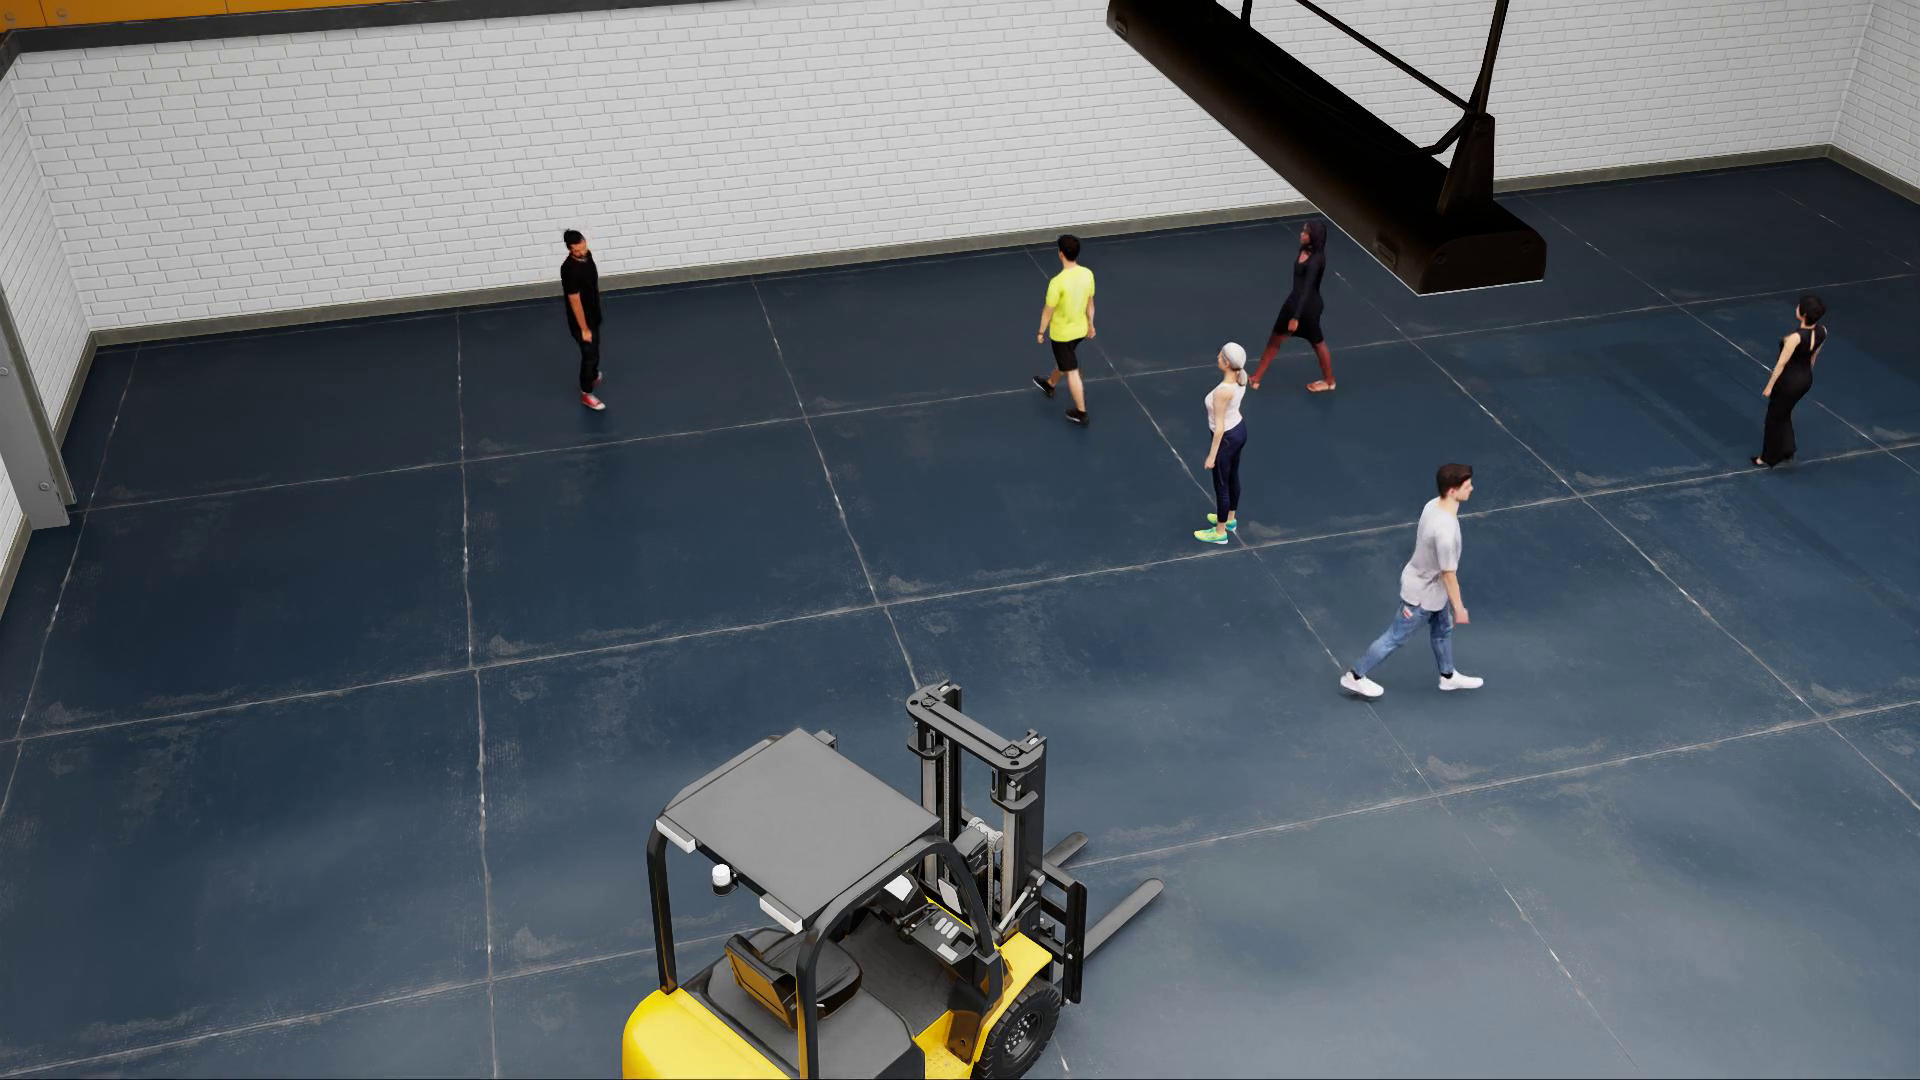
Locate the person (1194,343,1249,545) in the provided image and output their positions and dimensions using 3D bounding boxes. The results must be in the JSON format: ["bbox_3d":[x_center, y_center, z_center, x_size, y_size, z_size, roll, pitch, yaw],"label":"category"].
[{"bbox_3d":[2.081,-0.755,12.928,0.735,1.702,0.682,19,38,26],"label":"person"}]

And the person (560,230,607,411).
[{"bbox_3d":[-3.339,-1.990,14.765,0.977,1.725,0.609,-5,34,-8],"label":"person"}]

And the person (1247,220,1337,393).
[{"bbox_3d":[3.162,-2.031,14.882,0.839,1.665,1.160,-2,34,-4],"label":"person"}]

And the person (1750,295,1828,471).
[{"bbox_3d":[6.950,-1.255,13.784,0.653,1.588,0.664,-17,37,-23],"label":"person"}]

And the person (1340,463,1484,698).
[{"bbox_3d":[3.042,0.319,11.184,1.118,1.845,1.248,7,34,10],"label":"person"}]

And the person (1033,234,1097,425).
[{"bbox_3d":[0.997,-1.806,14.546,0.921,1.662,1.169,-23,40,-31],"label":"person"}]
